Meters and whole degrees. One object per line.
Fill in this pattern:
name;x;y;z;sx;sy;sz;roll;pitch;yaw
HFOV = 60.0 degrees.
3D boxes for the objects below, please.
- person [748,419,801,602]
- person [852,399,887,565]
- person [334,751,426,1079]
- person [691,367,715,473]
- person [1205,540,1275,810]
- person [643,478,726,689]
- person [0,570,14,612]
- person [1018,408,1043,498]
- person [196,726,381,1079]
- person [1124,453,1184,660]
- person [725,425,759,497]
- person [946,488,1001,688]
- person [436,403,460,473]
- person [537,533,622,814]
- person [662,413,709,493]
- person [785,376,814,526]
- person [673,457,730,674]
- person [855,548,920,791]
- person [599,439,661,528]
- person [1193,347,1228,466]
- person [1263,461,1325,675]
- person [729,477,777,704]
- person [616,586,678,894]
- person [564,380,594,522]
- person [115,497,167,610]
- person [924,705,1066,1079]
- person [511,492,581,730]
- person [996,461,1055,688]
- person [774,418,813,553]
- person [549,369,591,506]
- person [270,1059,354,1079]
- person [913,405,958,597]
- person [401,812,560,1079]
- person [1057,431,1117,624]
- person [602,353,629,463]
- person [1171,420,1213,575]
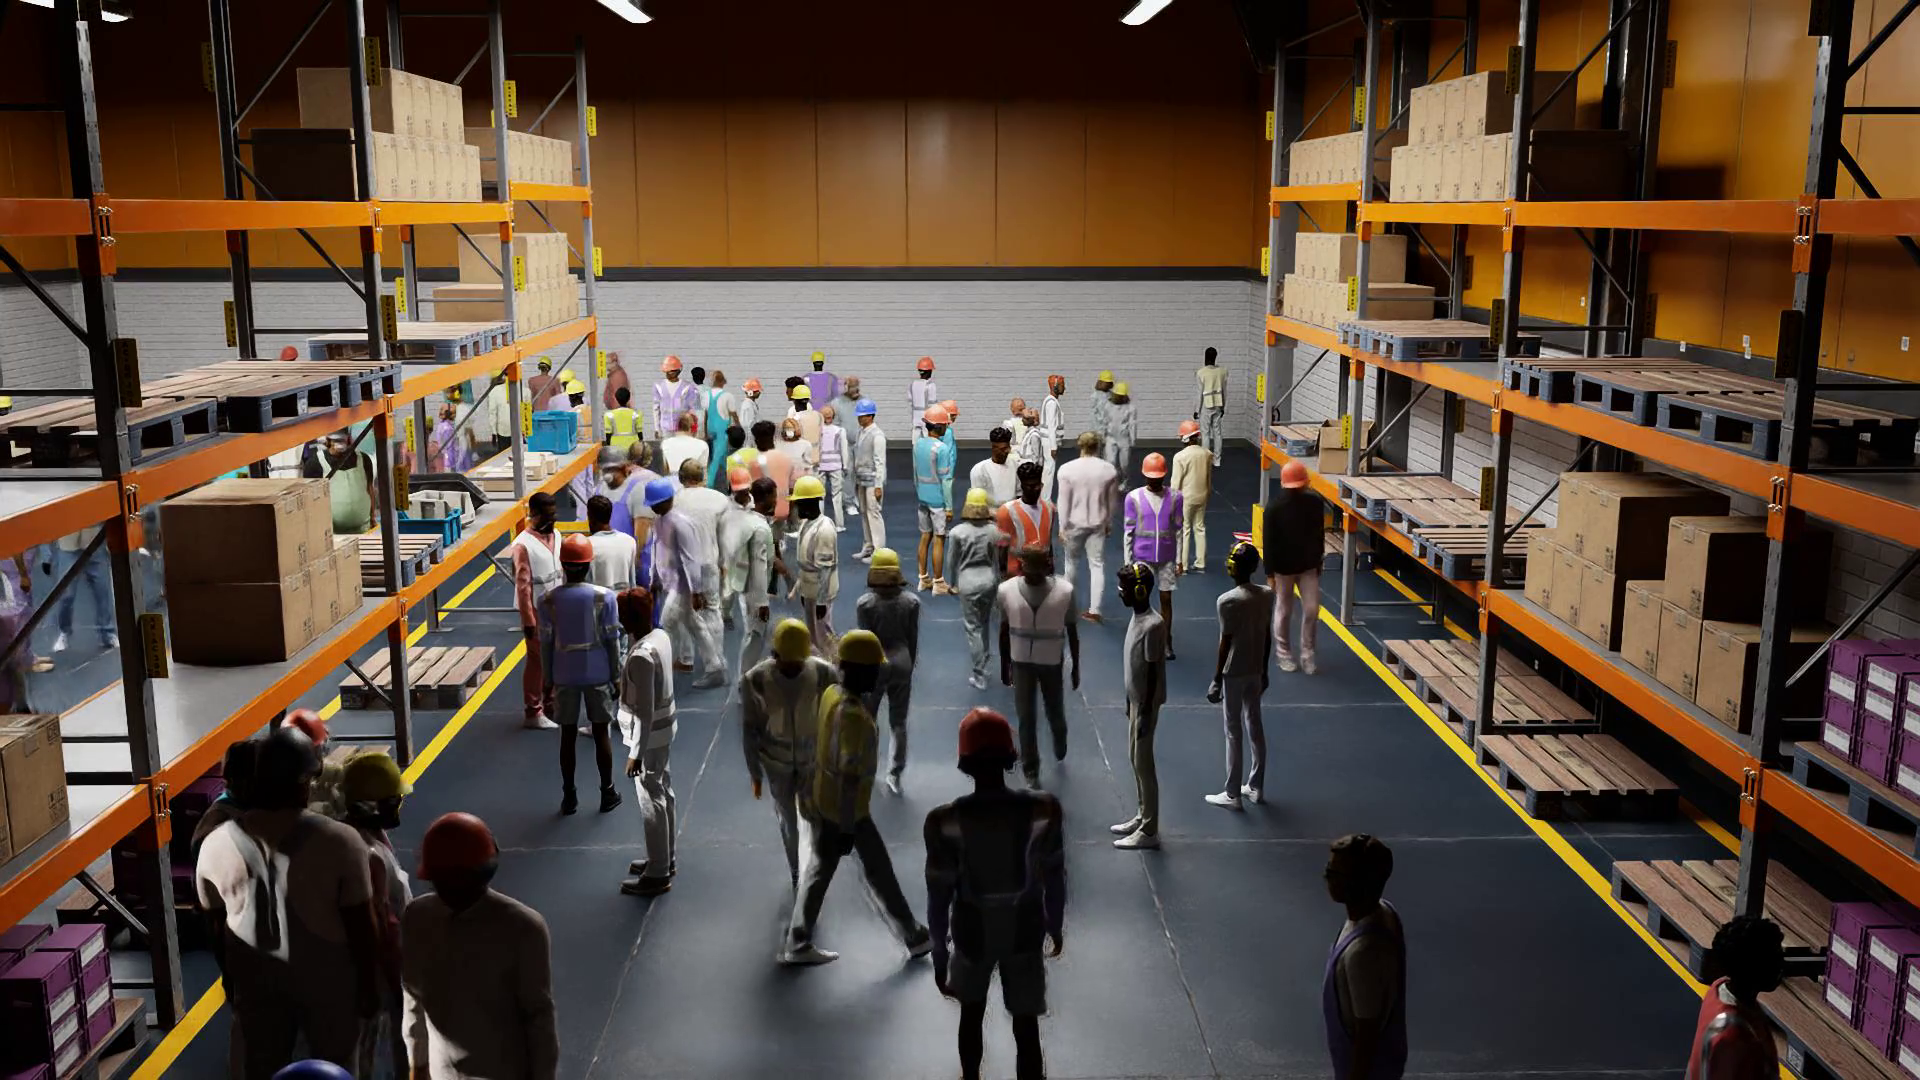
person;-1.939;-0.290;17.334;0.765;1.938;0.631;9;14;38
person;-1.056;-0.681;19.318;0.416;1.938;0.616;-5;12;-25
person;-2.460;1.792;7.214;0.685;1.806;0.618;-4;12;-20
person;-3.994;-1.826;25.664;0.319;1.693;0.532;8;14;36
person;1.918;0.925;11.423;0.521;1.874;0.328;-8;14;-34
person;-2.442;0.391;14.083;0.995;1.874;0.620;-6;13;-26
person;-9.623;-0.083;16.462;0.580;1.880;0.359;-8;14;-36
person;0.887;-0.842;20.862;0.306;1.640;0.522;-2;11;-9
person;-2.719;1.741;6.900;0.691;2.000;0.537;0;11;1
person;1.774;0.151;15.177;0.550;1.925;0.391;0;11;-2
person;-2.506;-0.483;18.991;0.681;1.657;0.559;6;13;28
person;0.110;0.397;14.460;0.485;1.712;0.692;-4;12;-19
person;-6.606;-0.964;21.499;0.320;1.631;0.523;-5;12;-24
person;-2.575;0.912;11.319;0.543;1.938;0.357;-1;11;-6
person;-3.113;-0.559;19.077;0.575;1.782;1.002;1;11;7
person;-2.091;-1.160;21.671;0.385;1.958;0.607;3;12;15
person;-2.352;0.229;14.784;0.635;1.932;0.363;-6;13;-26
person;-0.539;0.901;11.954;0.491;1.714;0.740;-3;12;-14
person;-3.198;-0.033;16.164;0.671;1.892;0.530;1;11;3
person;3.996;-2.115;26.544;0.593;1.920;0.392;-6;13;-28
person;2.928;0.246;14.649;0.647;1.939;0.627;-3;12;-13
person;-1.707;0.431;13.824;0.414;1.900;0.762;-2;11;-11
person;-1.890;1.194;10.031;0.355;1.887;0.574;0;11;2
person;-4.905;-1.103;21.492;0.400;1.915;0.591;4;12;19
person;-8.471;-0.205;17.098;0.624;1.902;0.975;-1;11;-4
person;0.157;1.704;7.170;0.624;2.013;0.951;0;11;-1
person;-3.322;0.556;13.196;0.412;1.907;0.596;3;12;16
person;0.587;0.287;14.379;0.602;1.967;0.366;-8;14;-34
person;-2.016;-0.659;19.962;0.502;1.633;0.280;0;11;-2
person;-5.423;-1.431;23.172;0.597;1.900;0.806;1;11;4
person;-1.639;2.282;4.459;0.421;1.938;0.607;-7;13;-31
person;-0.255;-0.420;17.734;0.379;2.044;0.607;-8;14;-35
person;-1.766;1.933;6.090;0.627;1.985;0.409;4;12;18
person;1.250;-0.152;16.754;0.650;1.894;0.971;-2;12;-12
person;-5.397;-2.010;26.147;0.430;1.874;0.675;-3;12;-15
person;2.590;-0.481;18.797;0.569;1.742;0.354;-8;14;-33
